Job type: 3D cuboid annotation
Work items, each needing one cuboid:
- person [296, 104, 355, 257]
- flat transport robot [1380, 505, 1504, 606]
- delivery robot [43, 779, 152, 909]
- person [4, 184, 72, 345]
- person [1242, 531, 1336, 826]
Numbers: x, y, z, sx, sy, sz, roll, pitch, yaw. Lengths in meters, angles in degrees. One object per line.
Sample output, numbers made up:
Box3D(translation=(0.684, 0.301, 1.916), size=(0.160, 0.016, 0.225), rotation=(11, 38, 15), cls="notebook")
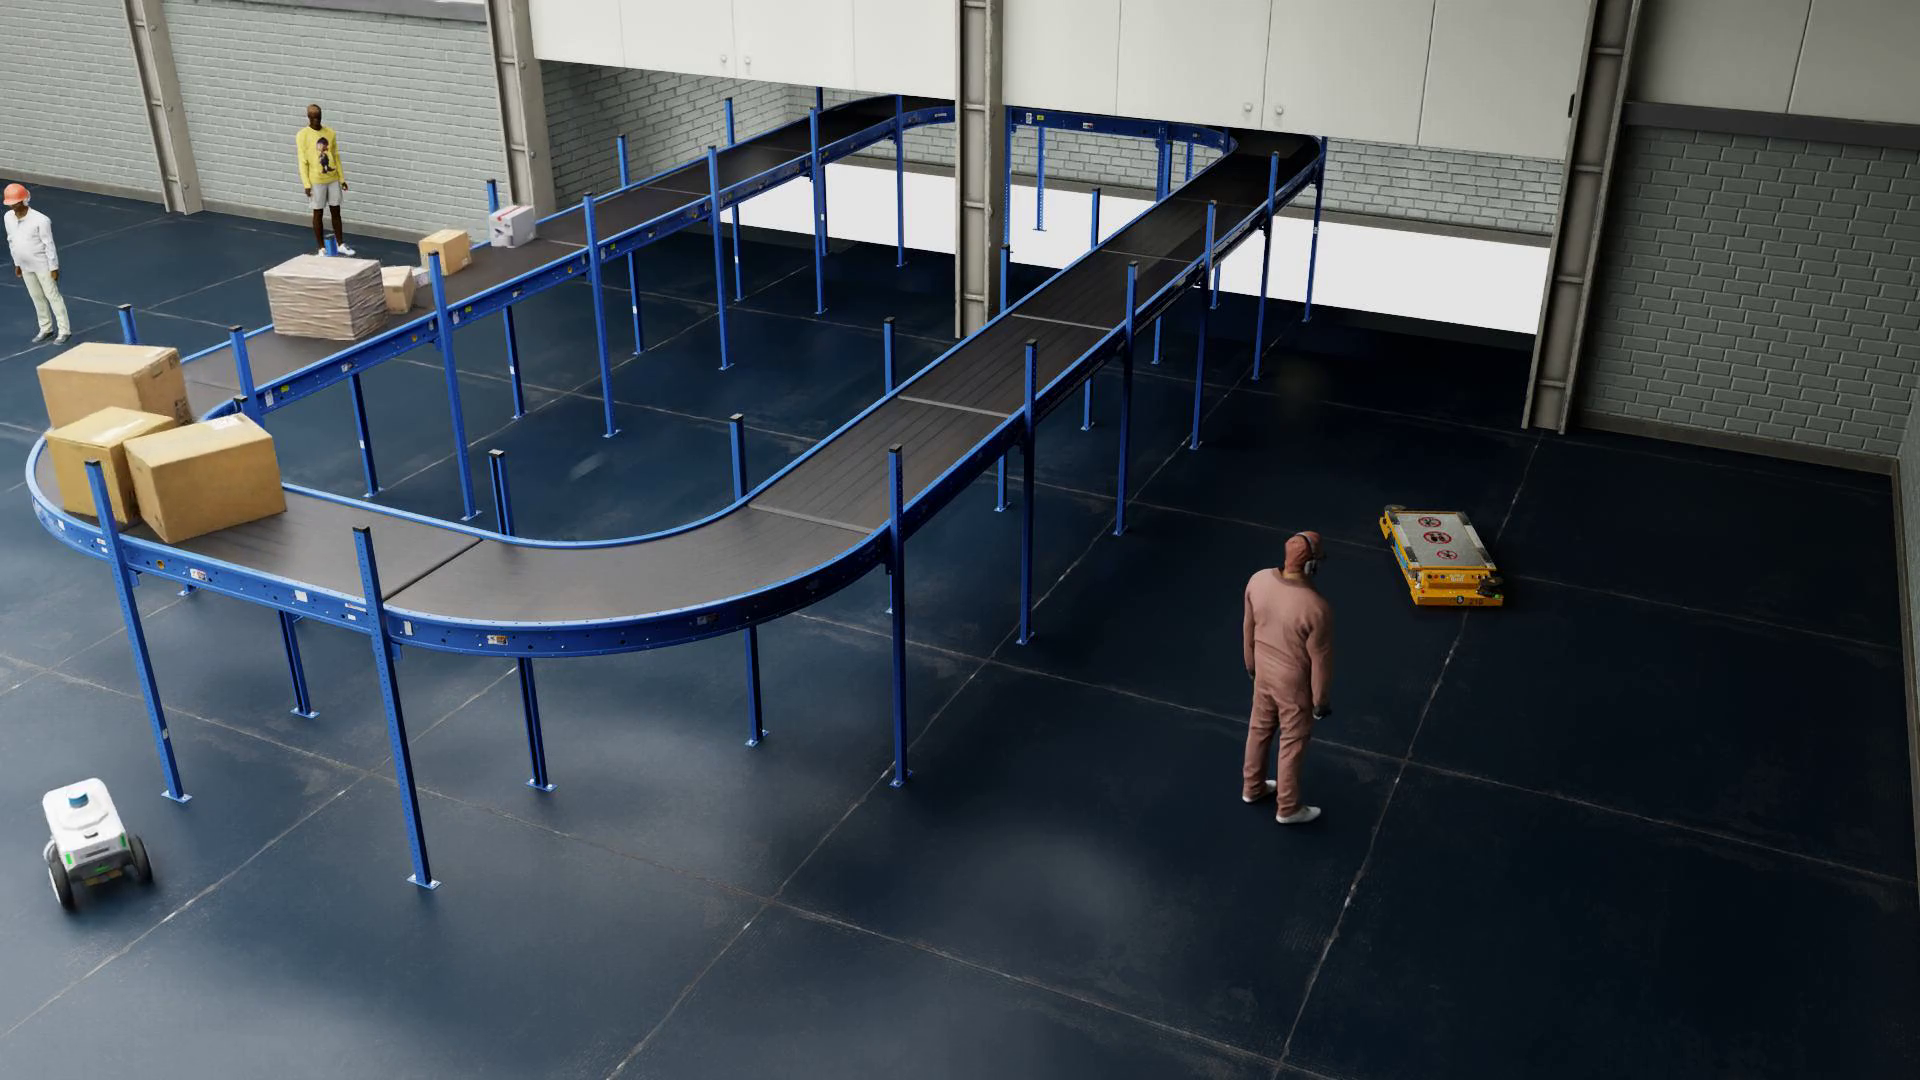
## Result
Box3D(translation=(-7.875, -4.437, 20.585), size=(0.374, 1.900, 0.544), rotation=(23, 34, 38), cls="person")
Box3D(translation=(3.817, 0.115, 13.244), size=(0.659, 0.231, 1.431), rotation=(1, 26, 1), cls="flat transport robot")
Box3D(translation=(-5.067, 1.741, 9.664), size=(0.520, 0.611, 0.782), rotation=(-18, 31, -31), cls="delivery robot")
Box3D(translation=(-9.884, -2.947, 17.754), size=(0.561, 1.743, 0.347), rotation=(8, 27, 15), cls="person")
Box3D(translation=(1.988, 0.817, 9.990), size=(0.406, 1.905, 0.651), rotation=(-18, 32, -32), cls="person")
